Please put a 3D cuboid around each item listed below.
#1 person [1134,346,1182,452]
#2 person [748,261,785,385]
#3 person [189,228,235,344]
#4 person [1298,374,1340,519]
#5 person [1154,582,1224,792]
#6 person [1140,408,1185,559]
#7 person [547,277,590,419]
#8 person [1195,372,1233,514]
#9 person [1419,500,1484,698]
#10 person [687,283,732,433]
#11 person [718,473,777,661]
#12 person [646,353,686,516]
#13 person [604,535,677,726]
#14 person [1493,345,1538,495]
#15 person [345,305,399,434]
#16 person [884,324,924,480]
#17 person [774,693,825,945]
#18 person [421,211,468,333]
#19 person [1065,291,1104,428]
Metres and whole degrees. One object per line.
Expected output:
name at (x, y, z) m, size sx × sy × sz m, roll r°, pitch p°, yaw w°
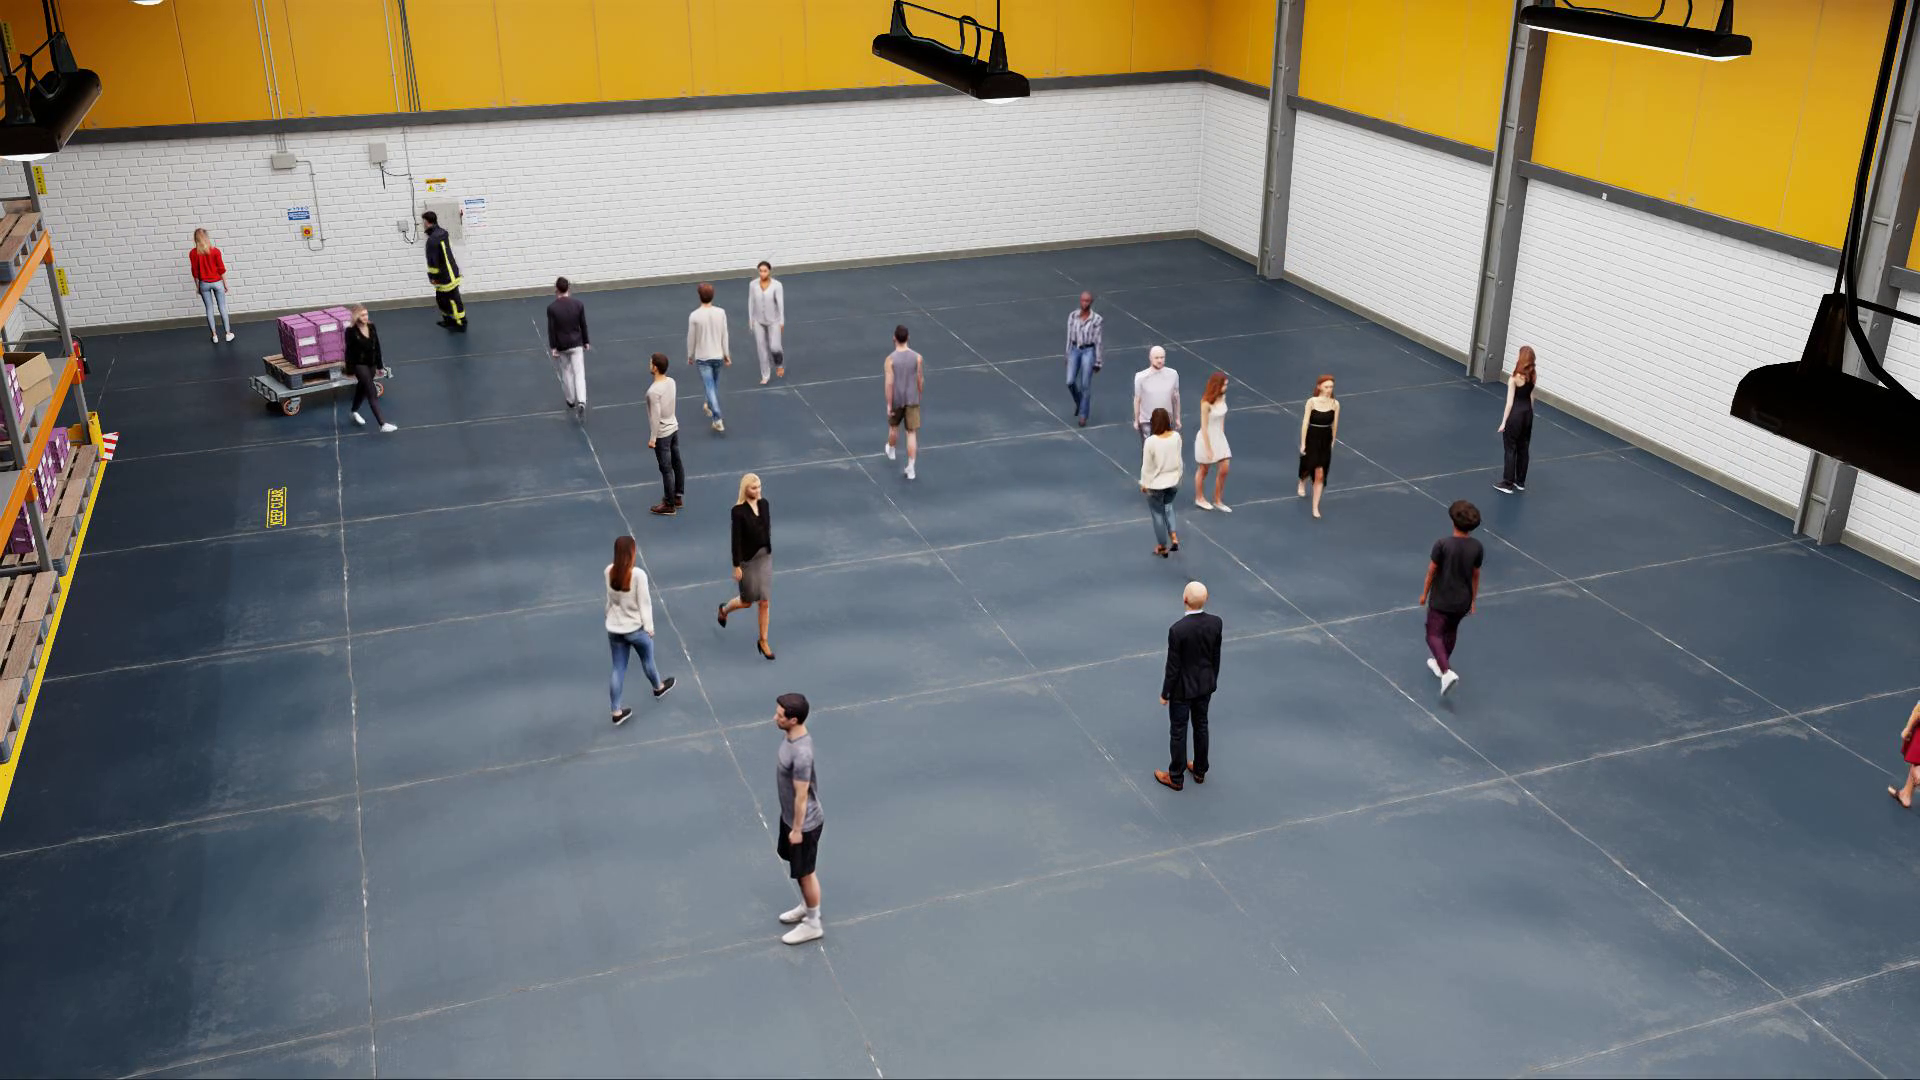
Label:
person at (2.230, -1.371, 19.155) m, size 0.761 × 1.773 × 1.246 m, roll -6°, pitch 24°, yaw -12°
person at (-2.666, -3.046, 23.050) m, size 0.808 × 1.724 × 0.871 m, roll 4°, pitch 24°, yaw 9°
person at (-11.174, -3.801, 24.799) m, size 0.615 × 1.705 × 0.482 m, roll -8°, pitch 25°, yaw -18°
person at (4.012, -1.109, 18.780) m, size 0.828 × 1.594 × 1.117 m, roll 1°, pitch 24°, yaw 3°
person at (1.847, 1.161, 13.329) m, size 0.713 × 1.800 × 0.614 m, roll -12°, pitch 26°, yaw -25°
person at (2.155, -0.560, 17.427) m, size 0.629 × 1.671 × 0.636 m, roll -7°, pitch 25°, yaw -16°
person at (-5.068, -2.494, 21.669) m, size 0.688 × 1.817 × 1.127 m, roll -8°, pitch 25°, yaw -17°
person at (2.754, -1.124, 18.712) m, size 0.683 × 1.675 × 0.789 m, roll -18°, pitch 29°, yaw -35°
person at (4.388, 0.528, 14.823) m, size 0.774 × 1.764 × 1.072 m, roll -3°, pitch 24°, yaw -7°
person at (-3.159, -2.275, 21.122) m, size 0.744 × 1.855 × 1.207 m, roll -10°, pitch 26°, yaw -22°
person at (-1.987, 0.227, 15.430) m, size 1.087 × 1.829 × 0.914 m, roll 19°, pitch 30°, yaw 36°
person at (-3.304, -1.199, 18.644) m, size 0.803 × 1.868 × 0.723 m, roll 8°, pitch 25°, yaw 18°
person at (-2.897, 0.817, 14.305) m, size 1.033 × 1.649 × 1.088 m, roll 12°, pitch 27°, yaw 26°
person at (6.477, -1.405, 19.267) m, size 0.592 × 1.746 × 0.517 m, roll -11°, pitch 26°, yaw -23°
person at (-7.632, -2.177, 21.174) m, size 1.209 × 1.633 × 1.076 m, roll 15°, pitch 28°, yaw 30°
person at (-0.647, -1.602, 19.662) m, size 0.752 × 1.803 × 1.164 m, roll -4°, pitch 24°, yaw -9°
person at (-1.093, 1.906, 11.546) m, size 0.735 × 1.863 × 0.522 m, roll -6°, pitch 24°, yaw -14°
person at (-7.754, -4.055, 25.145) m, size 0.960 × 1.894 × 0.789 m, roll 3°, pitch 24°, yaw 8°
person at (1.599, -2.348, 21.382) m, size 0.793 × 1.780 × 0.843 m, roll 8°, pitch 25°, yaw 18°
